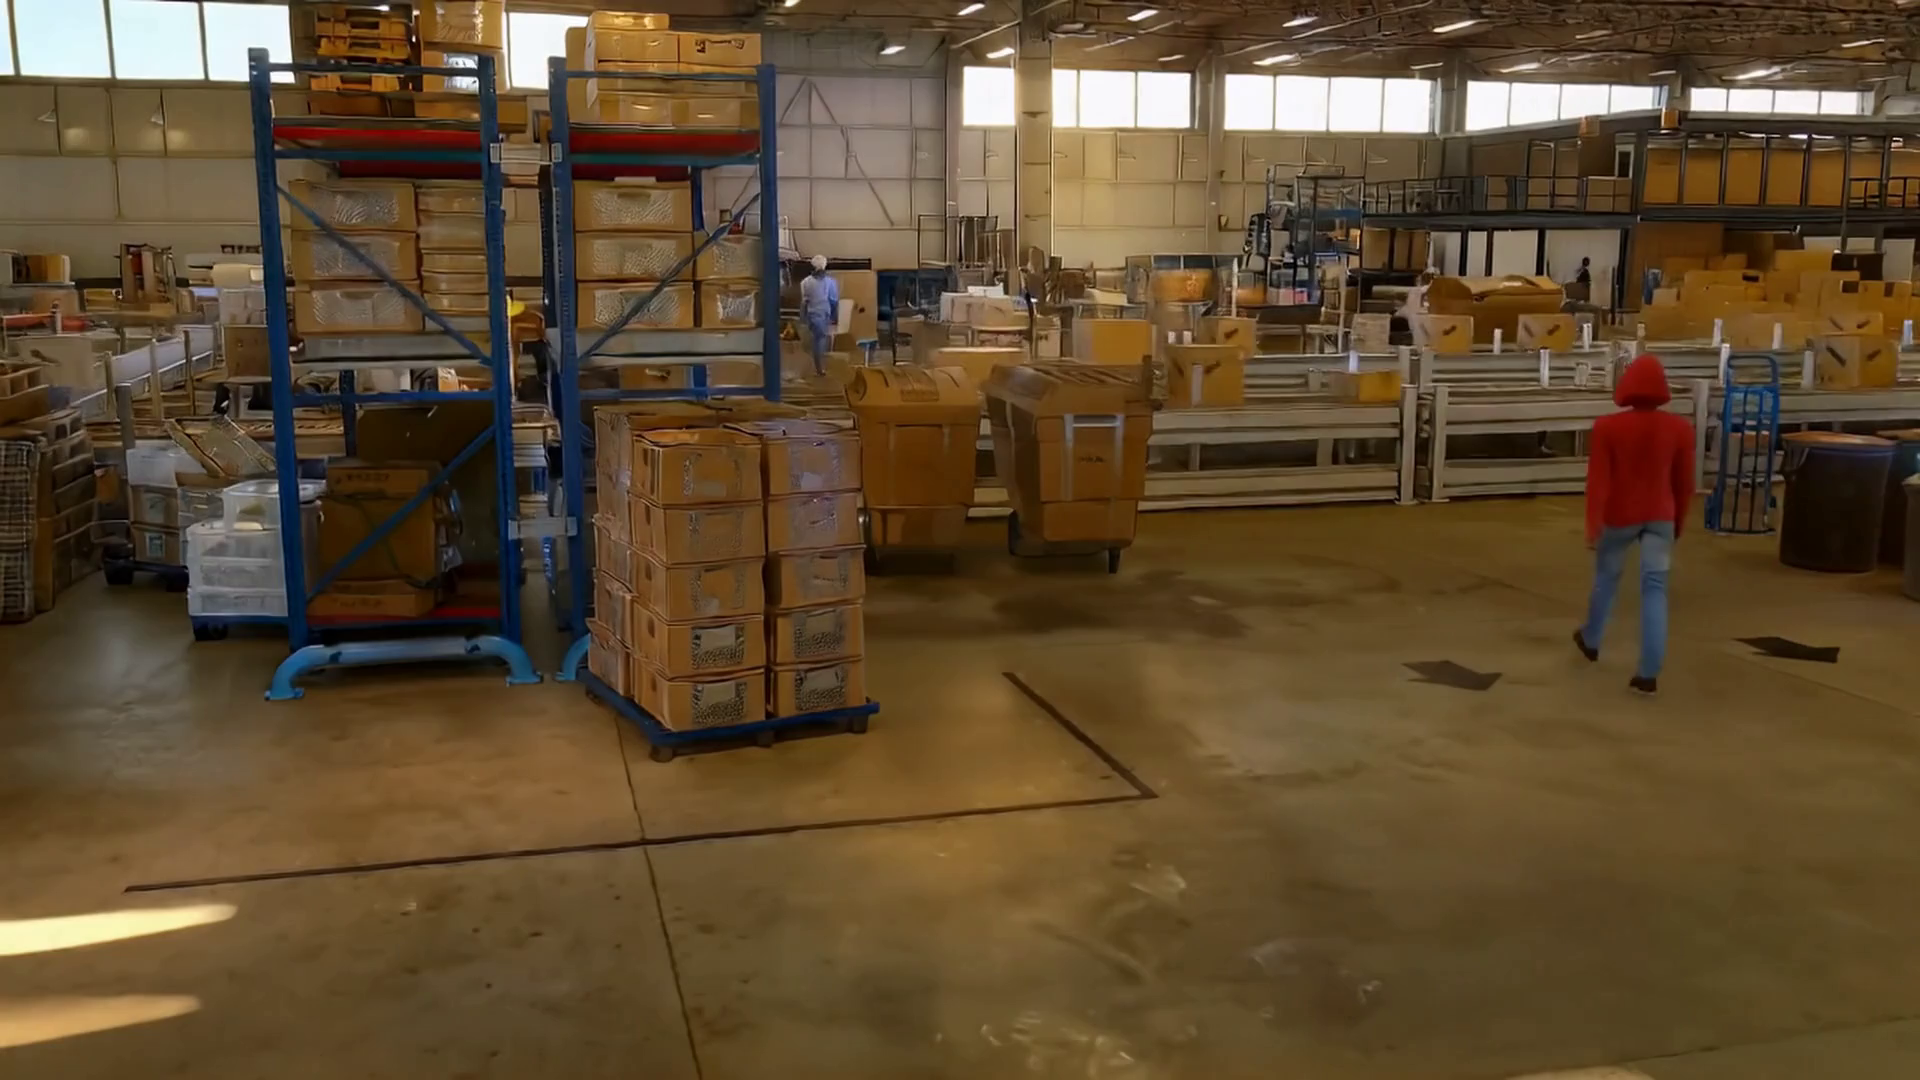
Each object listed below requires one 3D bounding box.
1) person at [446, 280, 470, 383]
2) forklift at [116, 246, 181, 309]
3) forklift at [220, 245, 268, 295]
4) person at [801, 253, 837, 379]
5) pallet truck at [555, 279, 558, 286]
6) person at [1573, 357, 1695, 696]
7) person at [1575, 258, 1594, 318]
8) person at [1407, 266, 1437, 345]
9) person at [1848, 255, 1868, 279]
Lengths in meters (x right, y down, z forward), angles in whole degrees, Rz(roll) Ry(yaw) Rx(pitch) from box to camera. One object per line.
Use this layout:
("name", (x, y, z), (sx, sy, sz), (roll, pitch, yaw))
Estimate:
("person", (-7.553, -3.223, 25.087), (0.742, 1.870, 0.722), (-4, 11, -23))
("forklift", (-19.966, -6.232, 40.894), (1.157, 1.987, 2.680), (-3, 10, -15))
("forklift", (-17.749, -6.334, 41.440), (1.157, 1.987, 2.680), (-3, 10, -17))
("person", (-2.299, -3.623, 26.922), (0.613, 2.023, 0.786), (-5, 11, -26))
("pallet truck", (-10.604, -6.375, 44.520), (0.653, 1.274, 1.630), (-3, 10, -15))
("person", (3.277, -0.093, 8.109), (0.527, 1.585, 0.839), (1, 10, 4))
("person", (18.759, -7.599, 50.080), (0.528, 1.802, 0.988), (-4, 11, -20))
("person", (7.407, -3.458, 26.564), (0.602, 1.816, 0.622), (9, 13, 41))
("person", (24.373, -6.809, 45.235), (0.590, 1.920, 0.398), (-3, 10, -15))
